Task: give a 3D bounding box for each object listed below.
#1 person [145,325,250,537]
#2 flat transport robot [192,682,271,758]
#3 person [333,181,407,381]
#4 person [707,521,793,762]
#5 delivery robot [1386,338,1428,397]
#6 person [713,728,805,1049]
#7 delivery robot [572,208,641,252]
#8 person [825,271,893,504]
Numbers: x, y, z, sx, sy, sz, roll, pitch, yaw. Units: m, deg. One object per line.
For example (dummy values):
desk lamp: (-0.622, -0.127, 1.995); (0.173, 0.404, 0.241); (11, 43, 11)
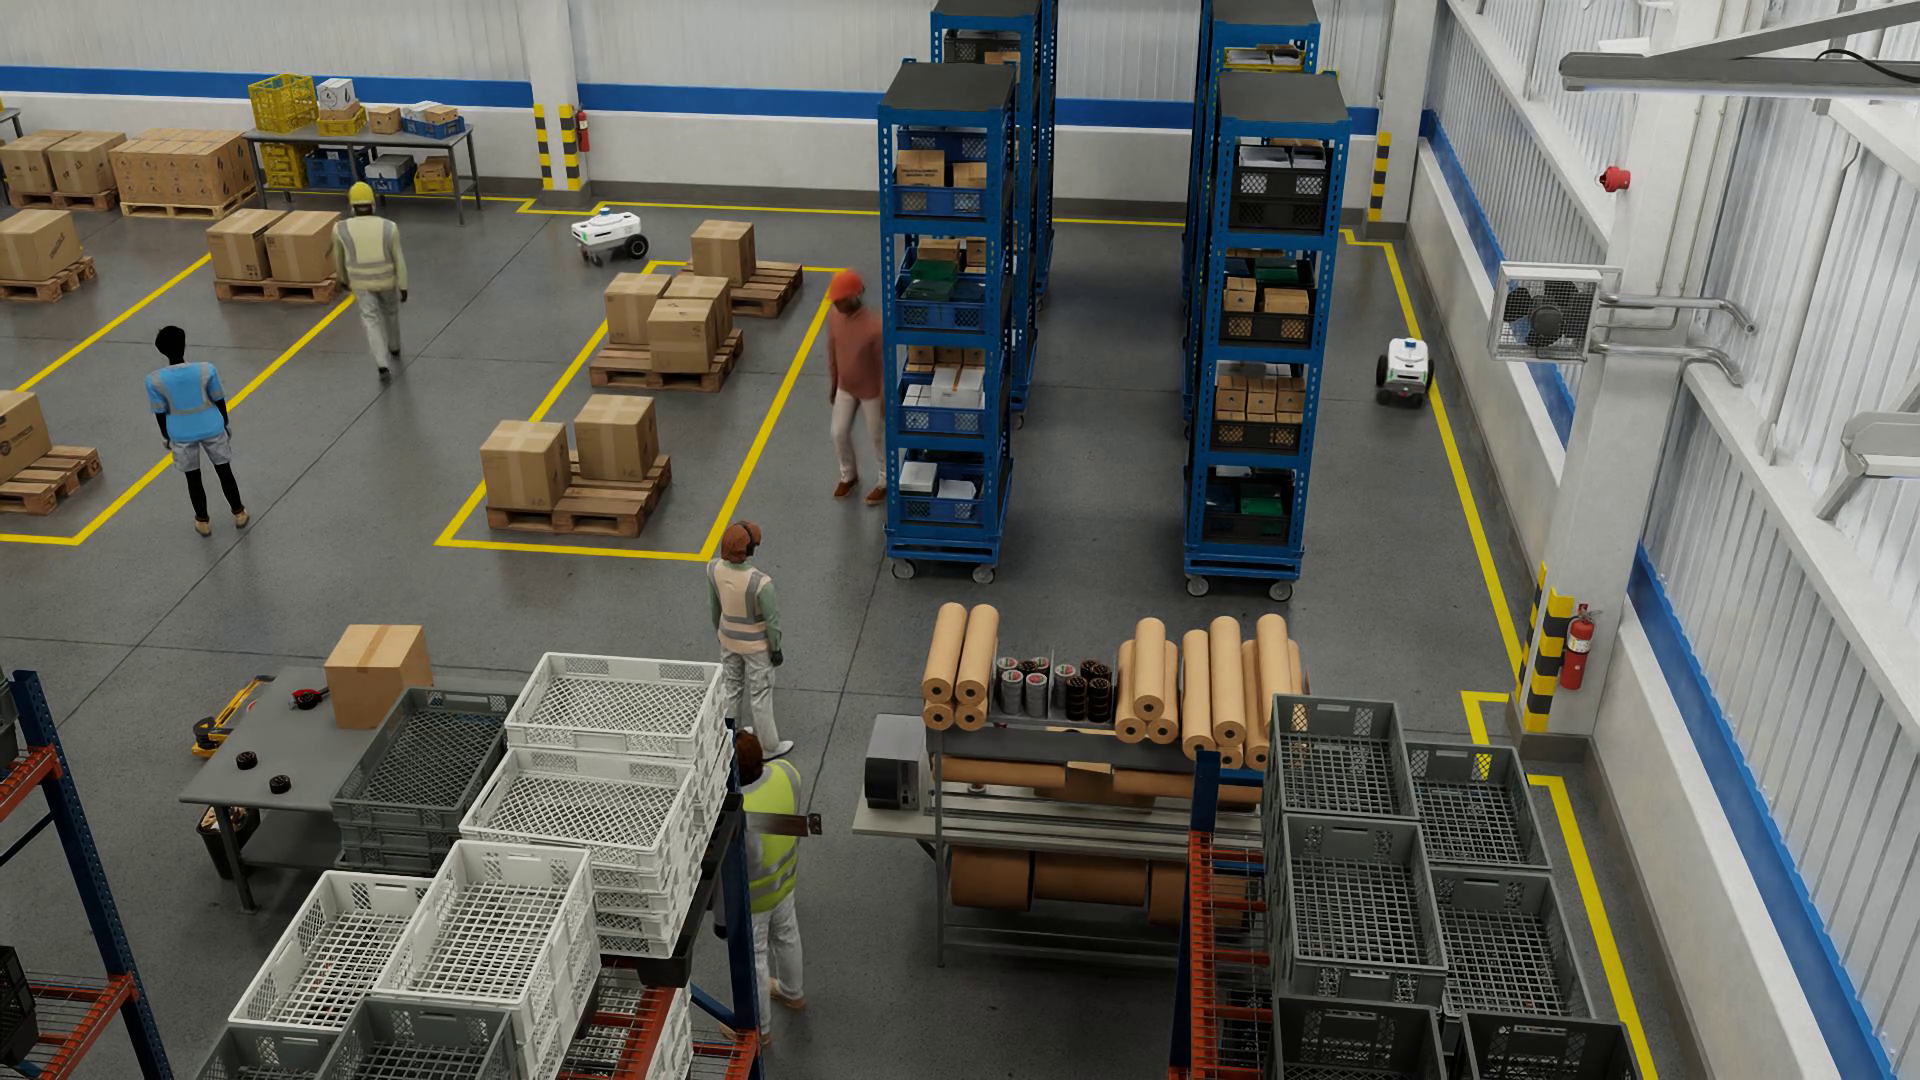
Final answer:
person: (-5.811, -0.823, 12.657); (0.530, 1.691, 0.321); (-15, 33, -23)
flat transport robot: (-4.089, 1.163, 10.648); (1.431, 0.197, 0.652); (3, 30, 6)
person: (-5.372, -2.381, 15.240); (0.585, 1.795, 0.890); (-12, 32, -20)
person: (-1.305, 0.628, 10.217); (0.511, 1.638, 0.308); (17, 34, 27)
delivery robot: (4.033, -1.580, 14.990); (0.477, 0.478, 0.707); (7, 31, 11)
person: (-1.019, 1.697, 8.195); (0.429, 1.836, 0.631); (16, 34, 26)
delivery robot: (-3.836, -3.362, 18.050); (0.707, 0.478, 0.477); (-20, 36, -31)
person: (-0.784, -1.177, 13.009); (0.630, 1.962, 0.534); (19, 35, 30)
